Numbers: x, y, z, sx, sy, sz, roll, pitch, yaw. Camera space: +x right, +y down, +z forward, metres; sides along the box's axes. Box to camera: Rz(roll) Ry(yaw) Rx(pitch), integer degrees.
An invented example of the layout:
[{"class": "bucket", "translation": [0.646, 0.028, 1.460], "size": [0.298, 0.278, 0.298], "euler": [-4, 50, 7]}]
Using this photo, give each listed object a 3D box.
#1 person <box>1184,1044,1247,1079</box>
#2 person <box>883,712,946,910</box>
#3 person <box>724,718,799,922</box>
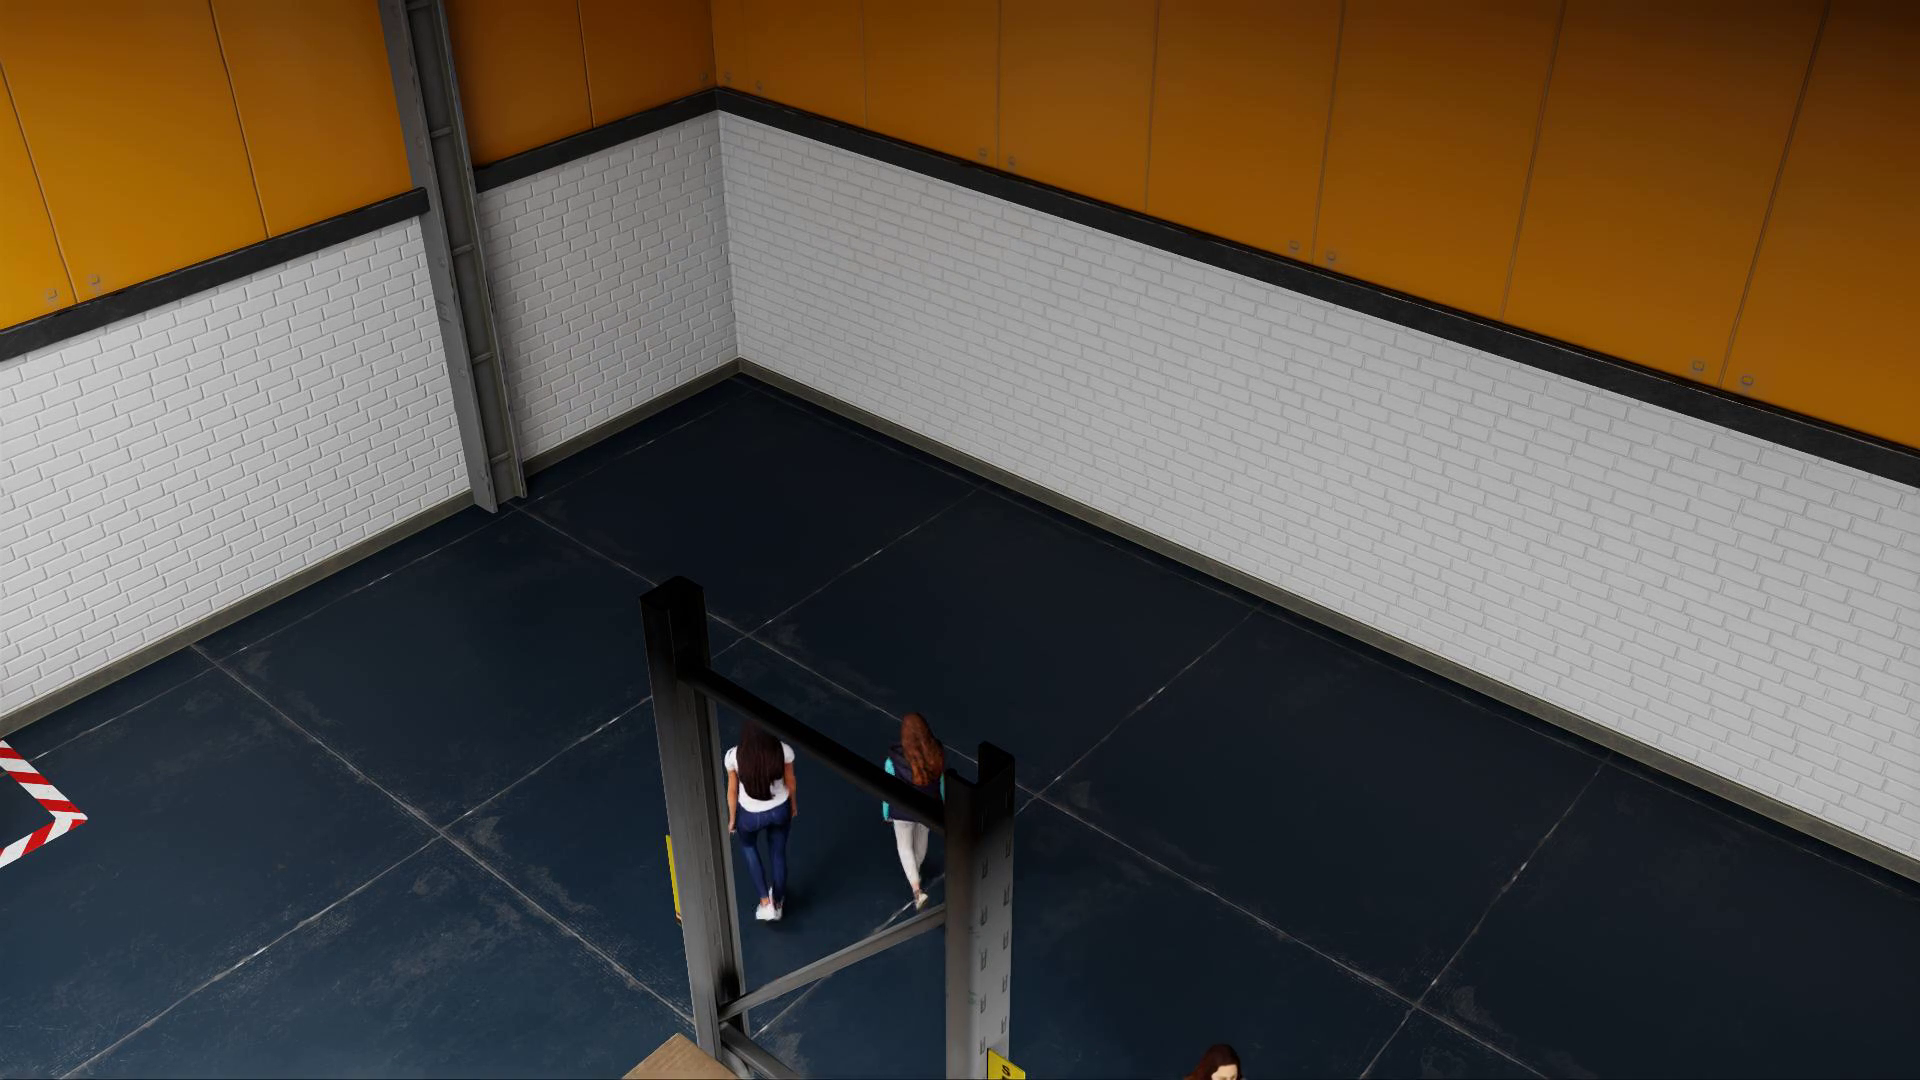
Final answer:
[{"class": "person", "translation": [1.268, 3.133, 8.777], "size": [1.010, 1.440, 1.053], "euler": [-4, 34, -6]}, {"class": "person", "translation": [-0.282, 1.767, 10.796], "size": [0.889, 1.482, 0.895], "euler": [-8, 35, -12]}, {"class": "person", "translation": [-1.221, 1.796, 10.493], "size": [0.765, 1.768, 0.829], "euler": [-8, 34, -12]}]
